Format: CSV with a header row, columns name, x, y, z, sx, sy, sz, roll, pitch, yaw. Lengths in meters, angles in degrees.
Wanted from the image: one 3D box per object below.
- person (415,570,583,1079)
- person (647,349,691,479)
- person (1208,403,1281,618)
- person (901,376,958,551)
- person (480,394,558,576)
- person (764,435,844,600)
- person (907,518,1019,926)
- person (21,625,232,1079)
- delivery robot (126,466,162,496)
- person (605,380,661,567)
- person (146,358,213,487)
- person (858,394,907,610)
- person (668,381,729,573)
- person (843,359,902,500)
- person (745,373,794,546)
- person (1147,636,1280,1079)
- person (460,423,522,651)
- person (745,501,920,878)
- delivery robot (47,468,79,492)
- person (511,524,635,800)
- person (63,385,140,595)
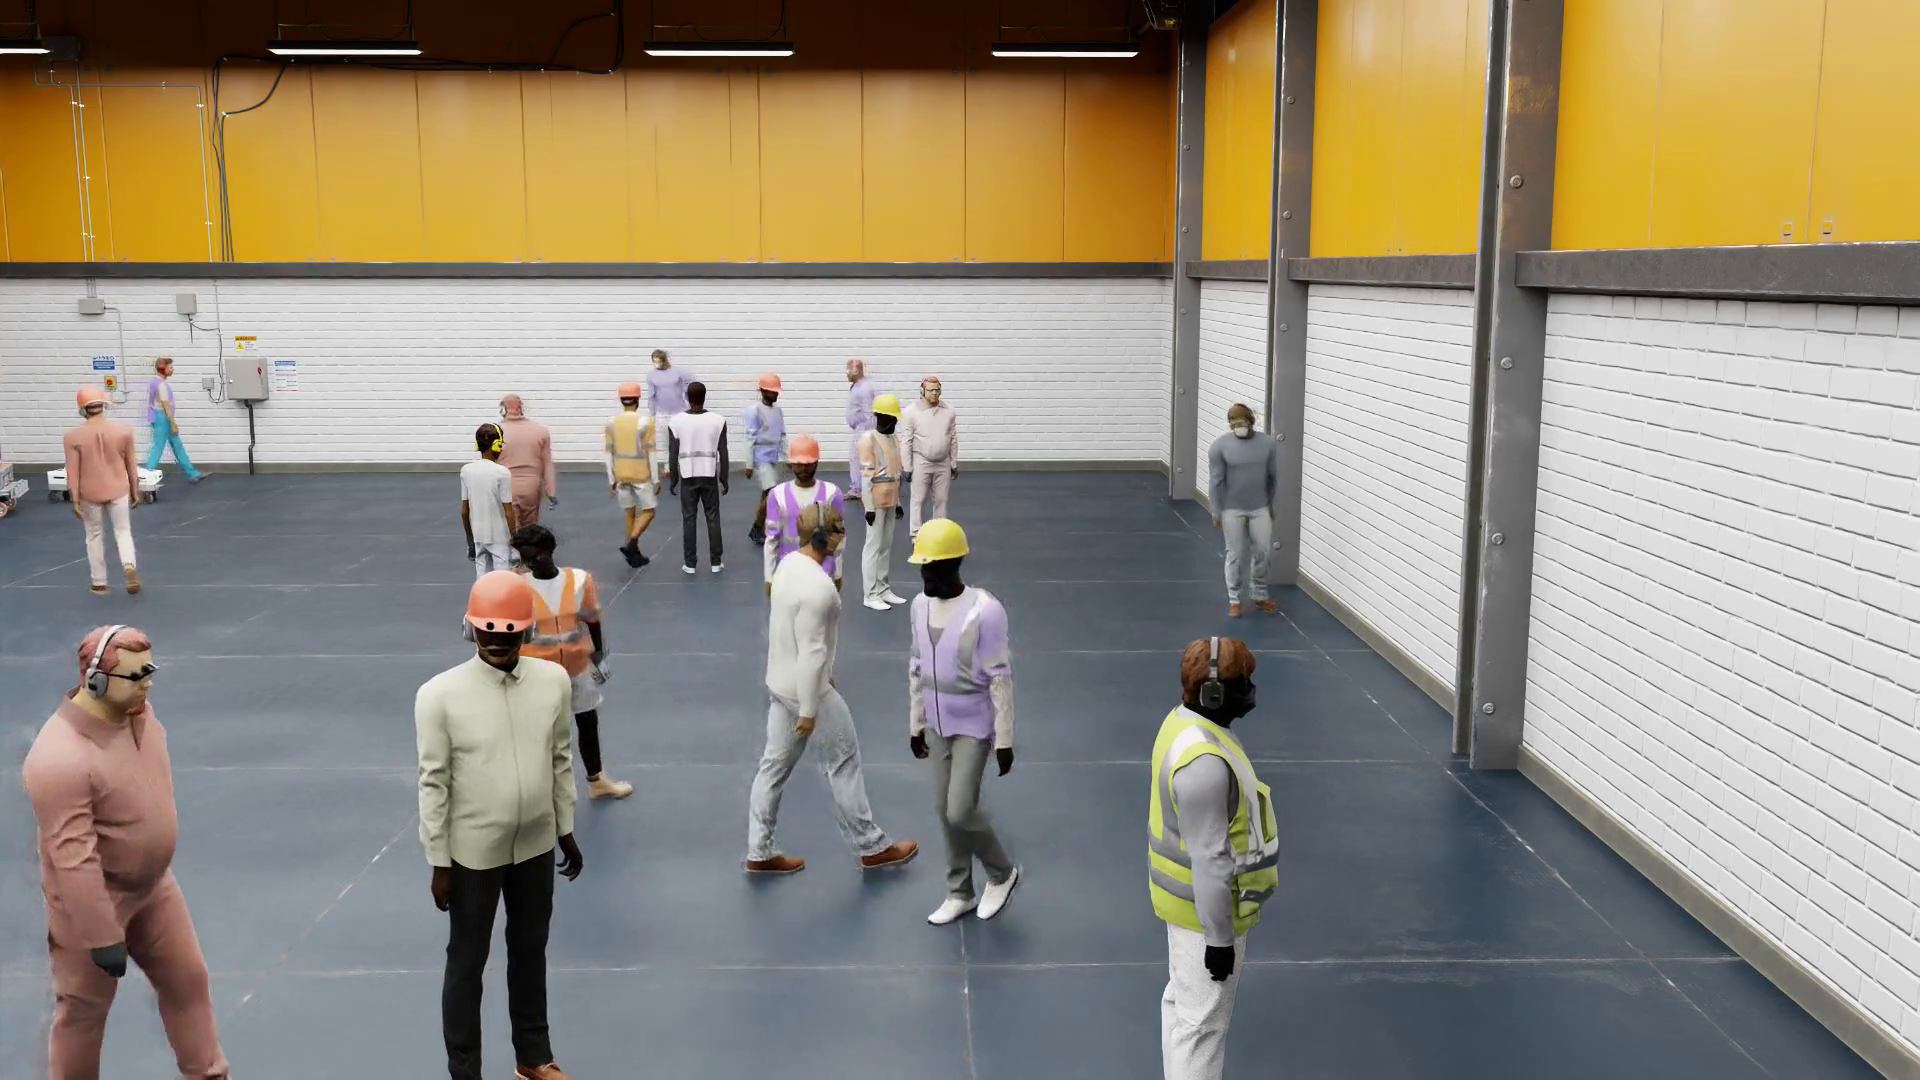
name,x,y,z,sx,sy,sz,roll,pitch,yaw
person,-1.621,1.083,5.937,0.613,1.991,0.392,-9,13,-44
person,-4.103,-1.803,23.965,0.800,1.898,0.401,1,9,4
person,2.449,-0.254,14.426,0.659,1.895,0.473,-2,9,-11
person,-0.310,-0.805,17.805,0.644,1.903,0.401,-5,10,-26
person,-4.207,-0.450,15.757,0.703,1.850,0.831,-5,10,-26
person,-1.097,0.188,11.773,0.558,1.893,1.014,0,9,-2
person,-0.016,0.846,7.603,0.452,1.916,0.636,-9,13,-42
person,-2.753,1.197,5.606,0.843,1.865,0.671,1,9,5
delivery robot,-10.698,-0.780,21.465,0.707,0.478,0.477,-2,9,-14
person,-3.307,-0.648,16.742,0.570,1.923,0.606,2,10,15
person,-10.983,-1.632,23.179,0.930,1.795,0.582,-4,10,-25
person,-0.682,-0.346,14.900,0.377,1.925,0.585,4,10,25
person,-2.603,-0.617,16.607,0.597,1.908,0.373,-2,9,-12
person,-1.189,-1.454,21.875,0.812,1.871,0.680,-1,9,-8
person,-2.082,-0.870,18.164,0.480,1.911,0.536,4,10,25
person,0.840,1.222,5.546,0.429,1.844,0.626,0,9,2
person,-3.582,0.030,12.783,0.511,1.865,0.329,4,10,24
person,-0.653,0.747,8.296,0.960,1.898,0.655,-4,10,-23
delivery robot,-11.435,-0.794,21.546,0.707,0.478,0.477,2,9,14
person,-2.173,0.710,9.257,0.738,1.656,0.319,-5,11,-29
person,-7.881,-0.438,15.335,0.626,1.969,0.769,-7,12,-36
